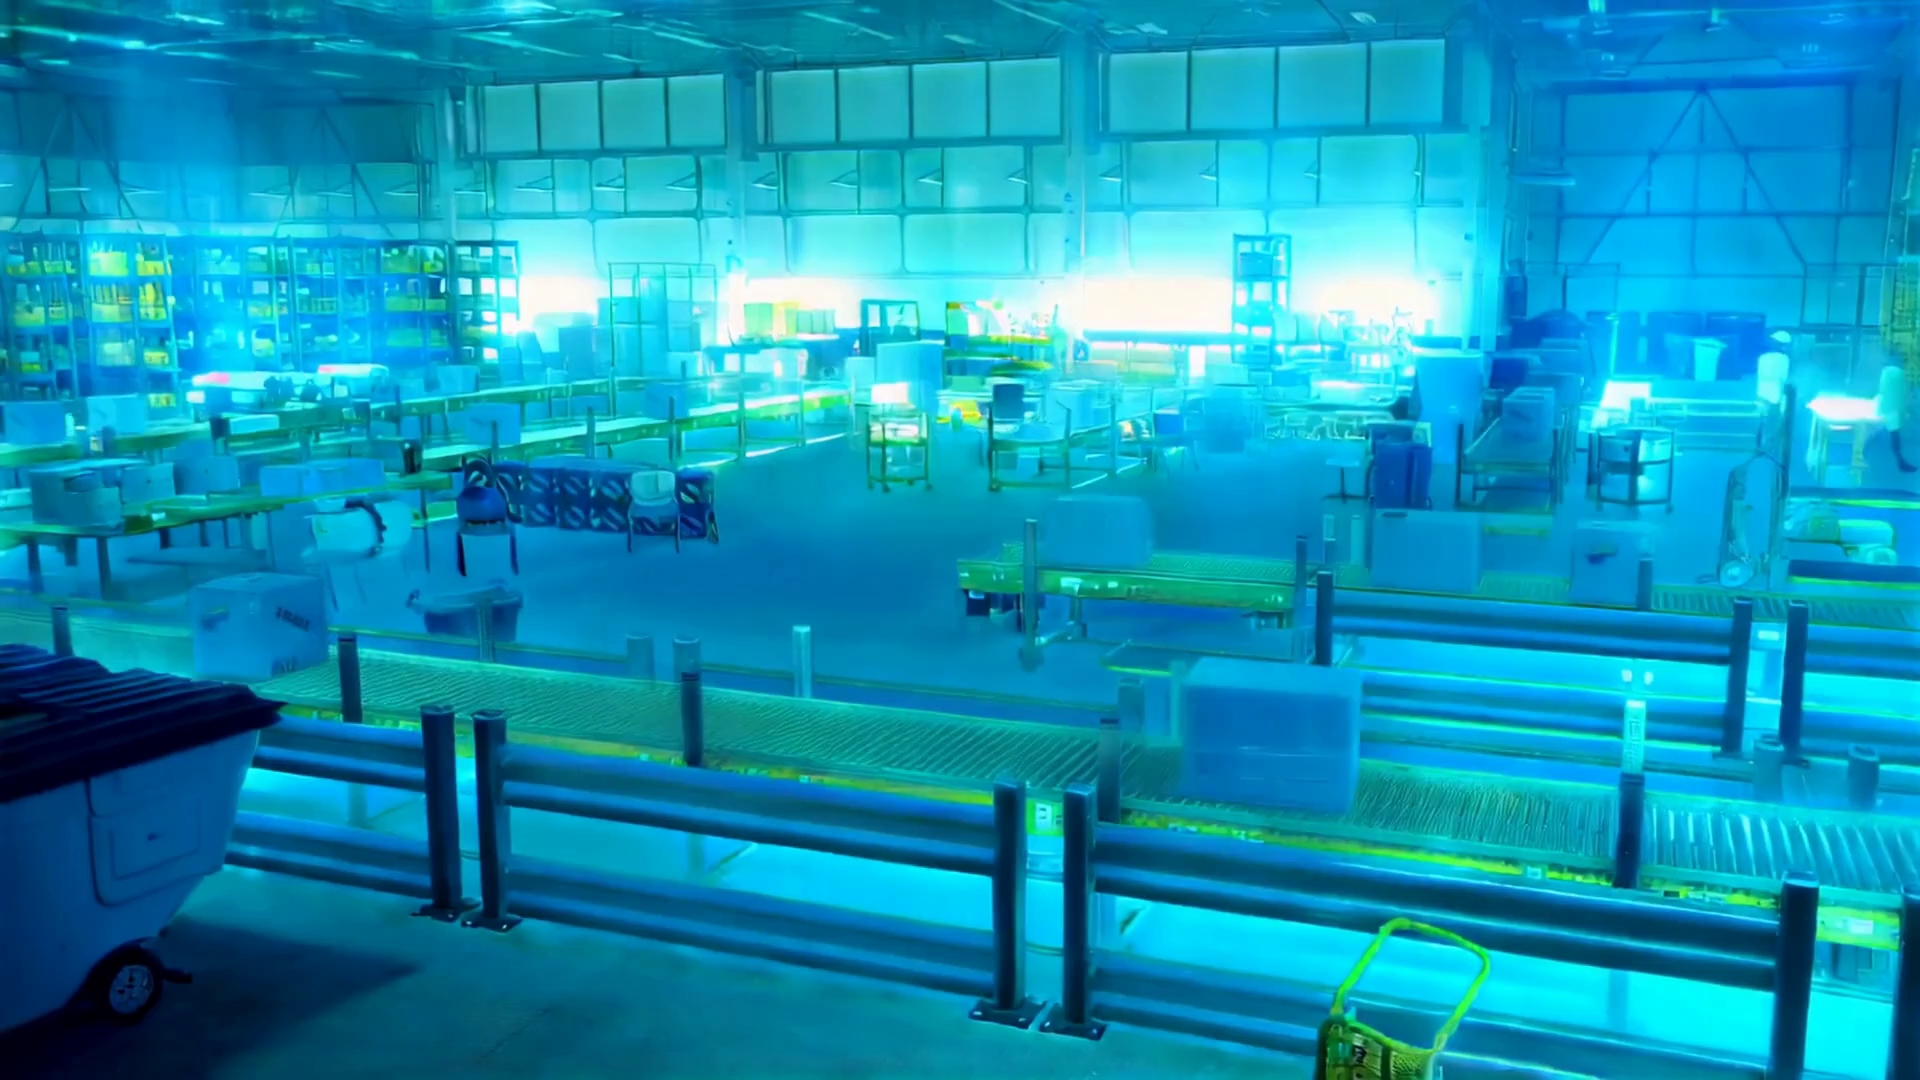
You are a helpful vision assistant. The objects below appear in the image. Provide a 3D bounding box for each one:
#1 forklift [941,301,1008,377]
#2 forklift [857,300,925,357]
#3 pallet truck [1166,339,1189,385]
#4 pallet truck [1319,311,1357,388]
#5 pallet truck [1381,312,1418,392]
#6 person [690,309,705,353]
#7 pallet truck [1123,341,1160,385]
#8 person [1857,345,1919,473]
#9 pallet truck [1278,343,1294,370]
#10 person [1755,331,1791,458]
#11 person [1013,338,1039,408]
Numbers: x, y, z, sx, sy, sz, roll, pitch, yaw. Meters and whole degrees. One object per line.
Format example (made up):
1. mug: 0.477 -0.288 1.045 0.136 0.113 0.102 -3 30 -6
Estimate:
1. forklift: 0.365 -4.966 41.571 1.157 1.987 2.680 3 10 20
2. forklift: -1.732 -5.109 42.468 1.157 1.987 2.680 4 10 22
3. pallet truck: 5.418 -4.269 40.420 0.704 1.261 1.522 3 10 20
4. pallet truck: 9.071 -4.419 39.190 0.823 1.965 1.885 5 10 26
5. pallet truck: 10.207 -4.283 38.369 0.823 1.965 1.885 3 10 20
6. person: -6.382 -4.641 40.553 0.398 1.990 0.622 -4 10 -22
7. pallet truck: 4.445 -4.380 41.279 0.680 1.201 1.601 4 10 22
8. person: 13.773 -1.964 24.676 0.585 1.885 1.007 -6 11 -34
9. pallet truck: 7.886 -4.163 39.743 0.653 1.274 1.630 4 10 22
10. person: 12.793 -2.280 26.169 0.466 2.014 0.629 -4 10 -23
11. person: 1.278 -3.660 35.417 0.907 1.714 0.552 -2 10 -12
